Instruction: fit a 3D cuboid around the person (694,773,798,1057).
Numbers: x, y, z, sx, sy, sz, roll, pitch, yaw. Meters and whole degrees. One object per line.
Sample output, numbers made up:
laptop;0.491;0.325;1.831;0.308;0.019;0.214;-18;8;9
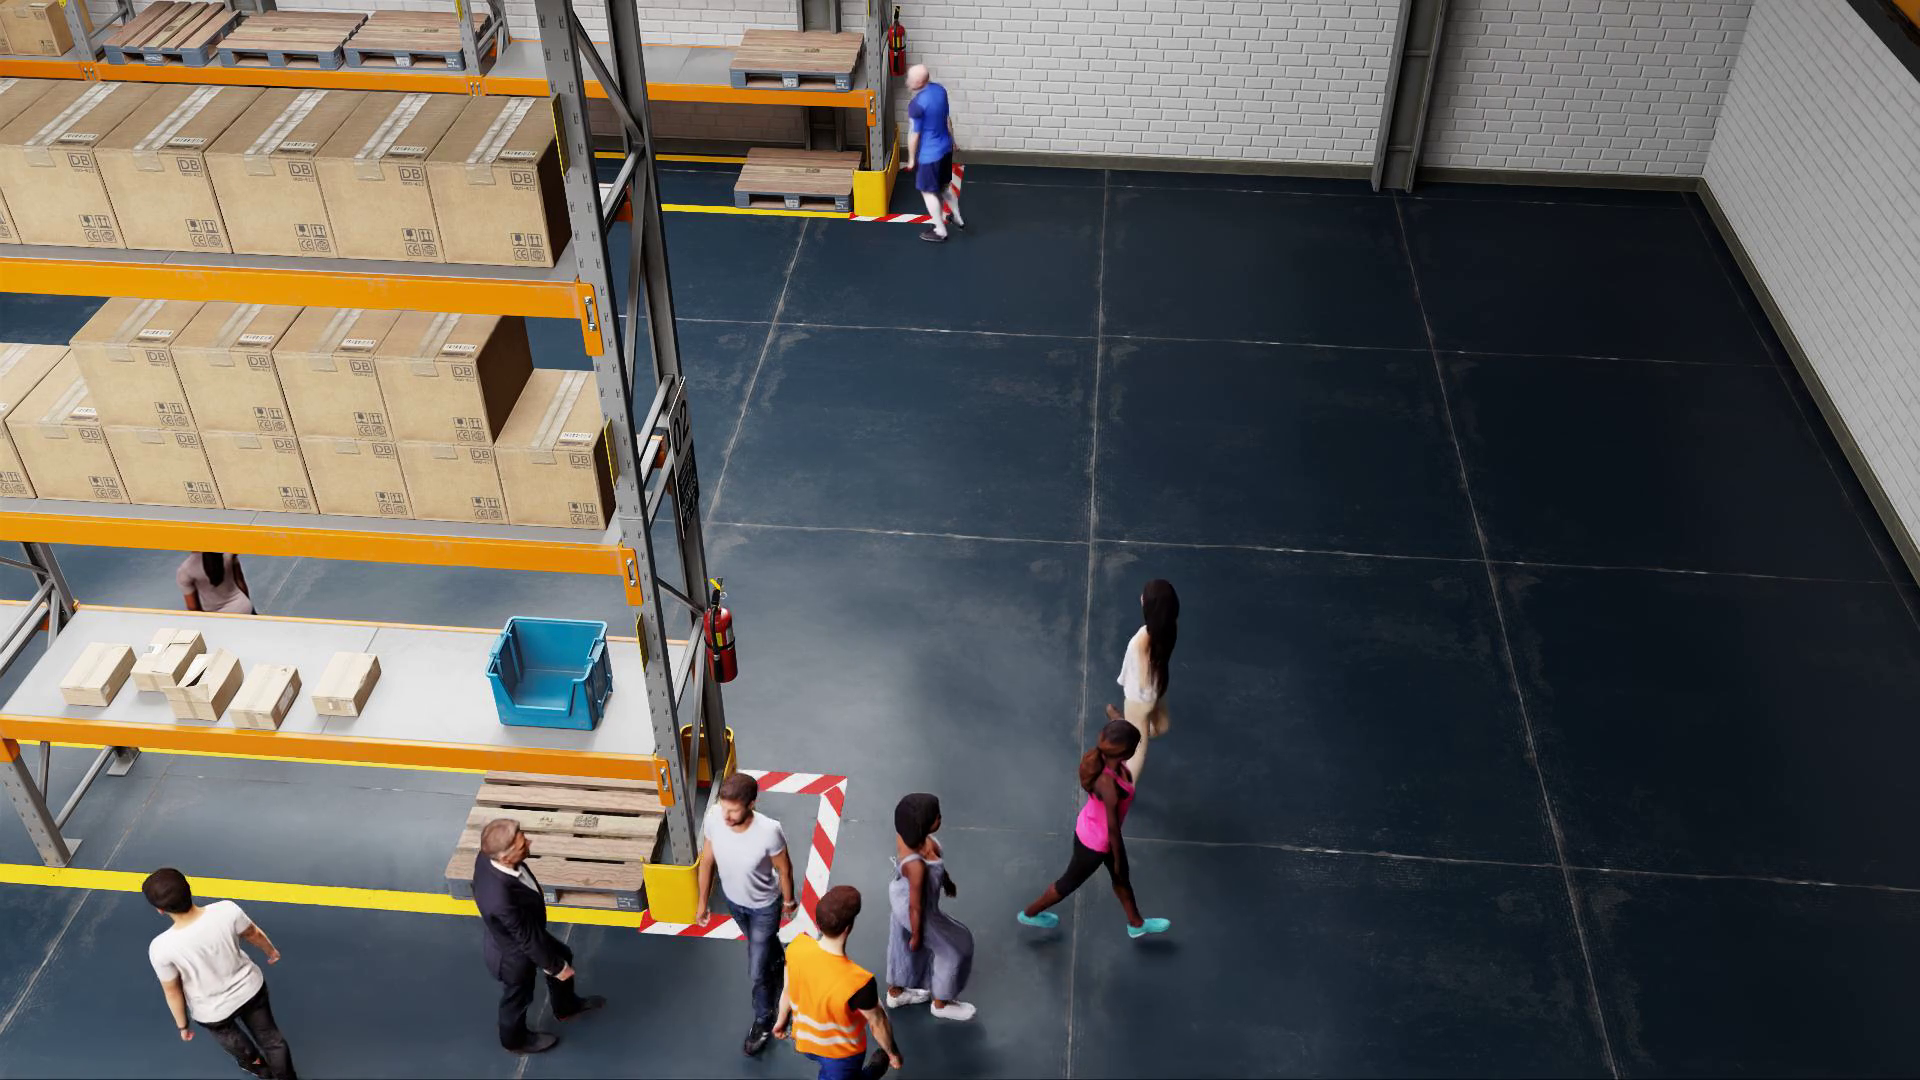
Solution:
person;-1.080;1.863;9.018;0.912;1.844;0.881;19;42;22

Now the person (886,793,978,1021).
person;-0.317;1.994;8.987;0.780;1.678;0.664;-6;39;-7

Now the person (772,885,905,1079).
person;-0.688;2.528;8.192;1.249;1.835;1.224;26;45;29

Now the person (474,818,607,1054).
person;-2.412;2.123;8.731;0.906;1.796;0.805;-9;40;-11

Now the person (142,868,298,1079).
person;-3.748;2.360;8.514;0.932;1.697;0.985;-28;46;-30

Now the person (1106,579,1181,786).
person;1.067;0.883;10.400;0.847;1.651;0.774;16;41;19

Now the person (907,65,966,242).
person;-0.212;-3.723;16.048;0.893;1.801;0.851;-30;48;-32

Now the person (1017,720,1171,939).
person;0.678;1.691;9.373;1.114;1.671;0.571;2;39;3
